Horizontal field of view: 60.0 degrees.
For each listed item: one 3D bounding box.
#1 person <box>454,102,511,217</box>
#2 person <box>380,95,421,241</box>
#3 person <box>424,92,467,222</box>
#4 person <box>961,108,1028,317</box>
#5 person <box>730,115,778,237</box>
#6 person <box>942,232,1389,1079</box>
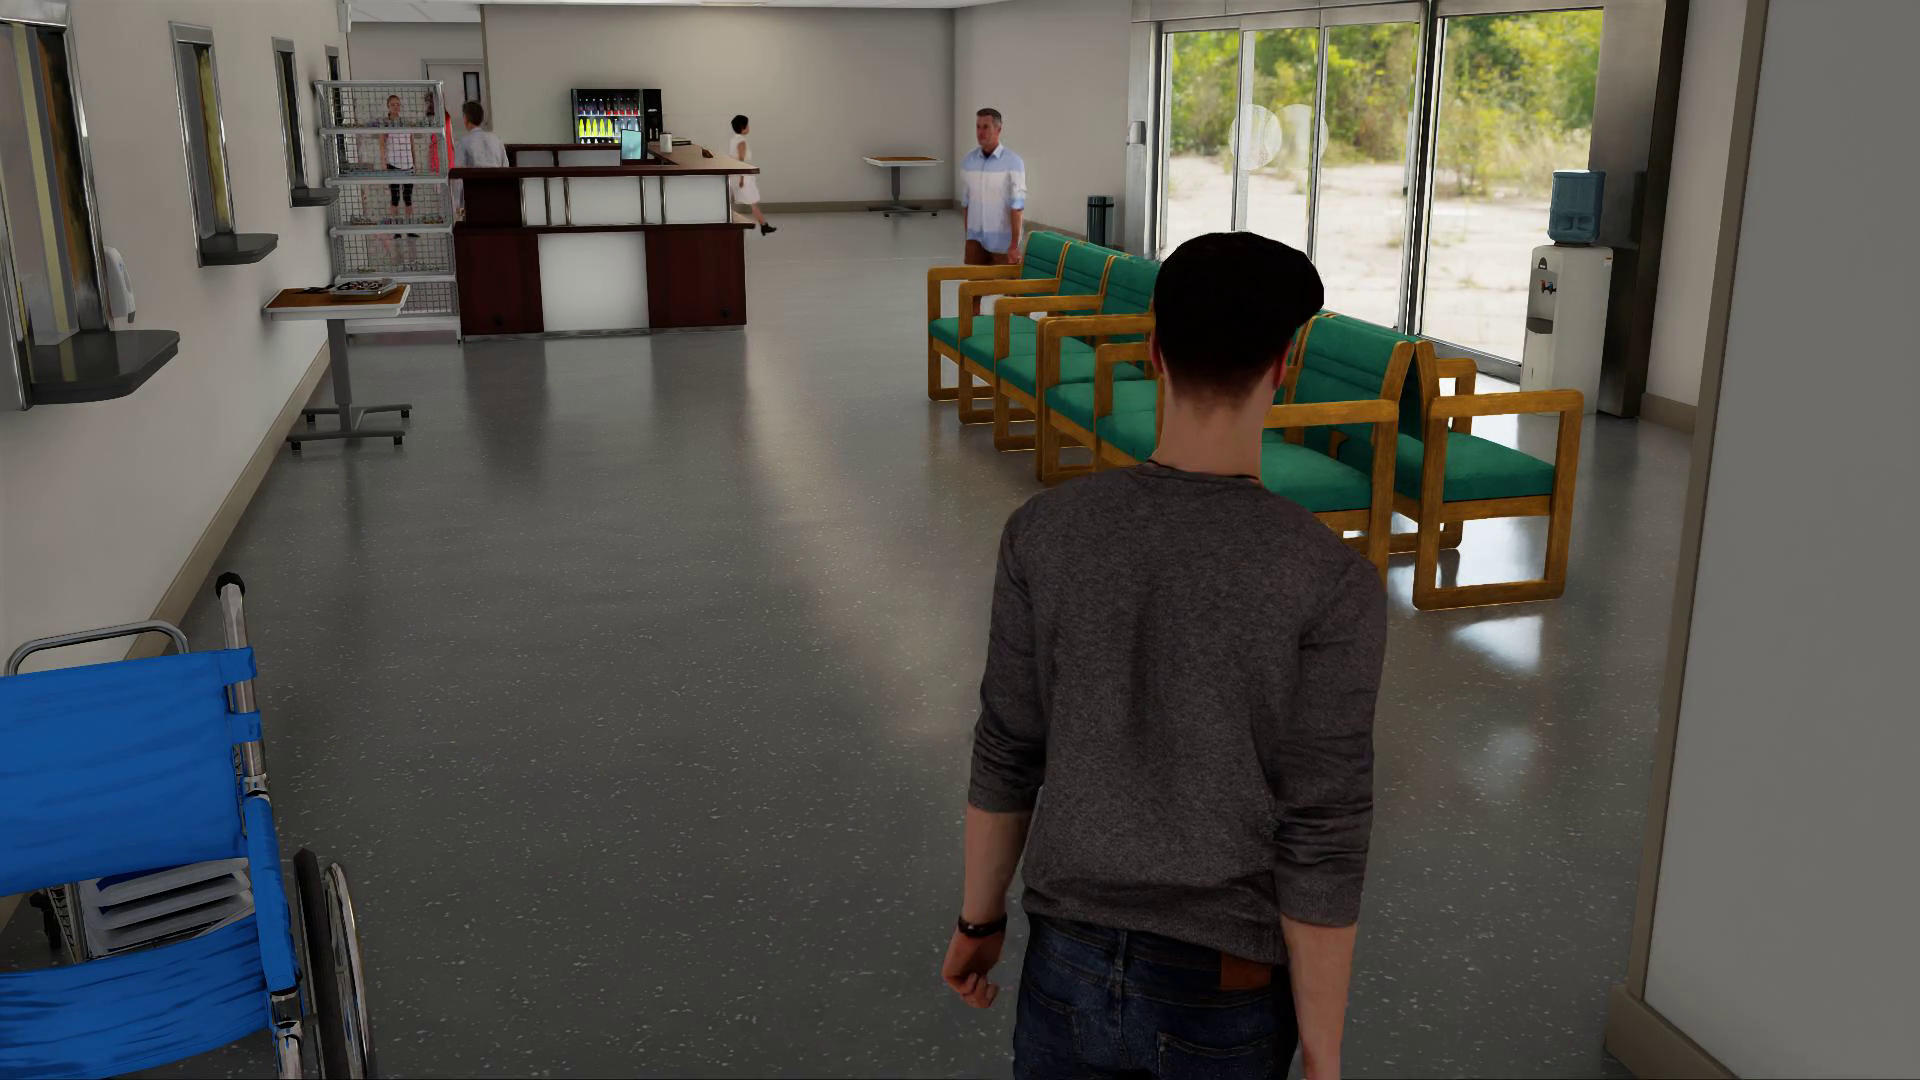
[{"bbox_3d":[-4.416,-3.194,15.714,1.217,1.765,1.097,-13,21,-40],"label":"person"},{"bbox_3d":[-7.105,-4.719,21.083,0.599,1.787,0.743,-12,20,-37],"label":"person"},{"bbox_3d":[-6.723,-4.904,21.716,1.047,1.800,1.034,12,20,37],"label":"person"},{"bbox_3d":[0.286,-2.201,12.148,1.208,1.789,1.227,8,17,25],"label":"person"},{"bbox_3d":[-2.837,-4.528,20.919,1.062,1.508,0.743,-10,18,-31],"label":"person"},{"bbox_3d":[0.224,0.595,2.081,1.131,1.870,1.166,7,17,24],"label":"person"}]
